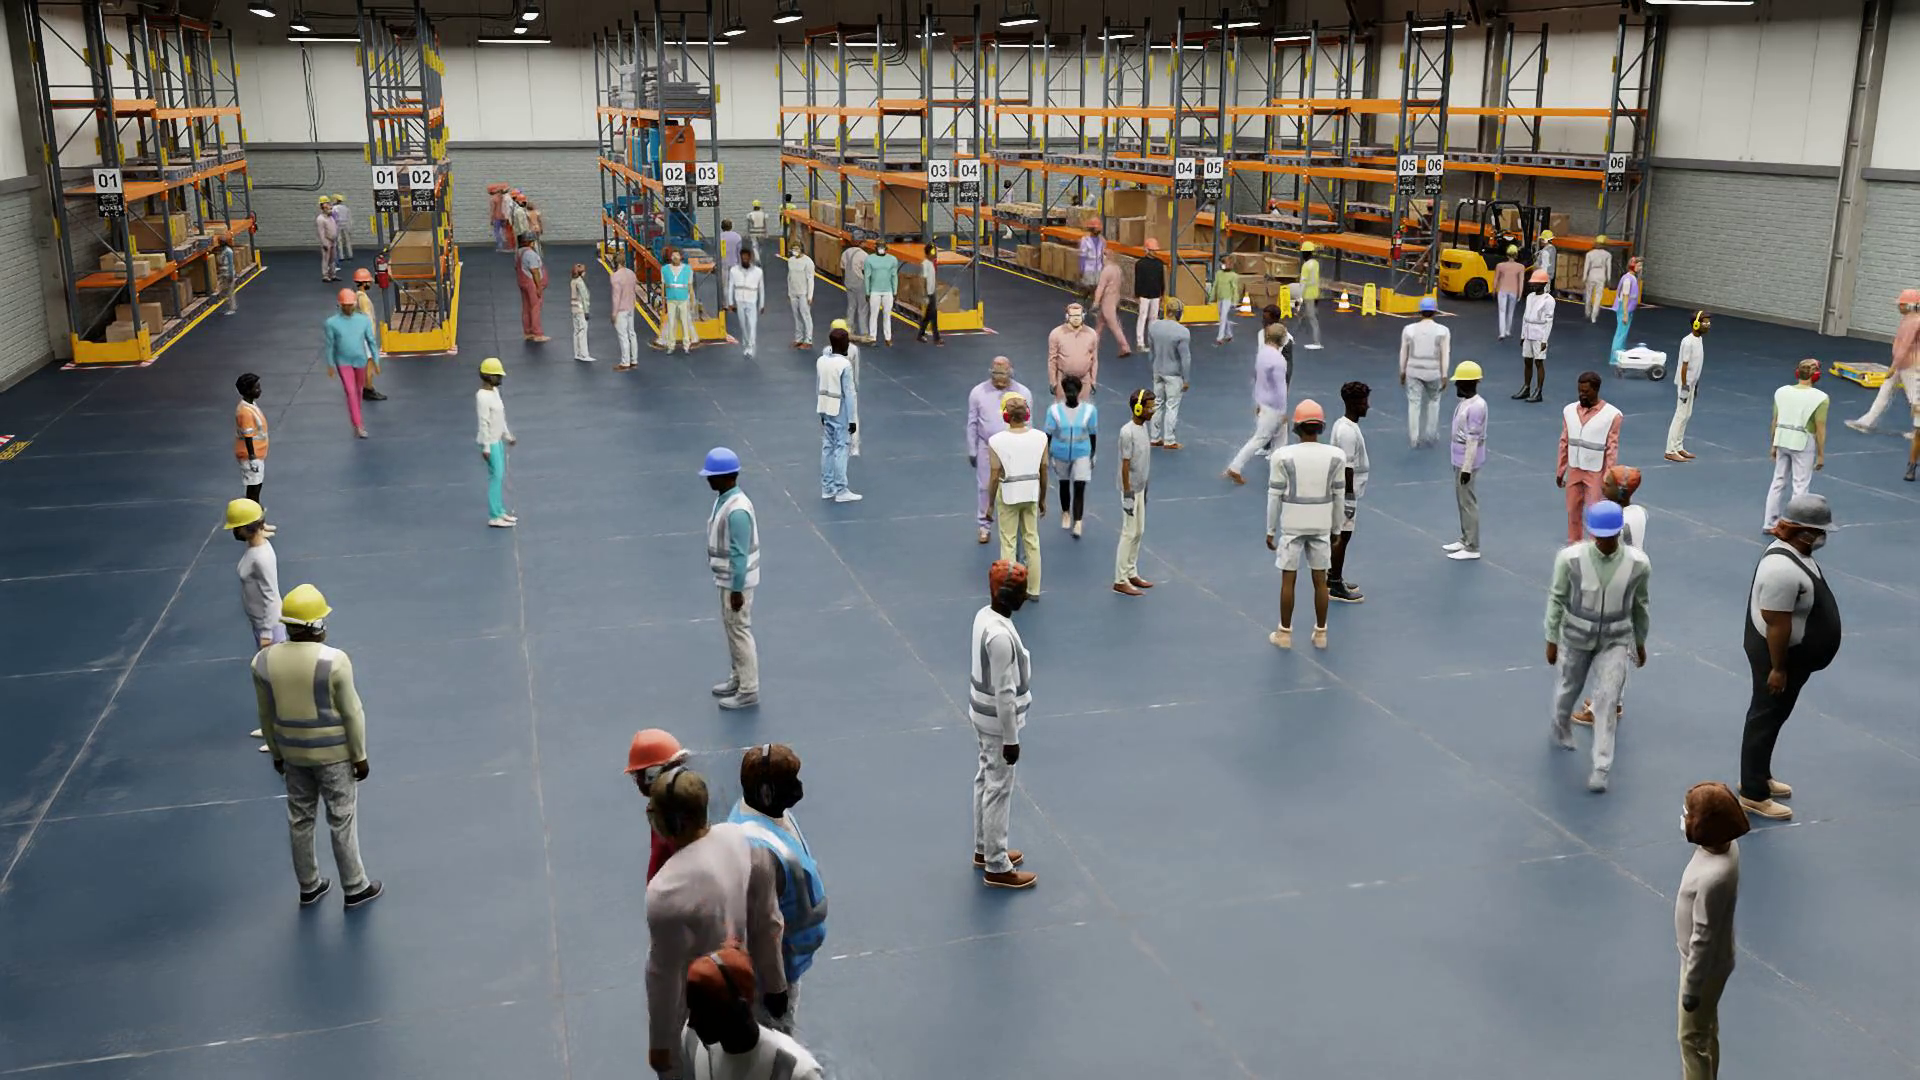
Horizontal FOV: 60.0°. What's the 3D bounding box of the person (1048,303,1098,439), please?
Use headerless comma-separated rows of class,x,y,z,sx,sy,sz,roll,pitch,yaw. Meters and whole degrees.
person,1.410,-1.980,20.644,0.643,1.909,0.410,-3,15,-12

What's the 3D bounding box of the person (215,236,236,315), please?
person,-15.101,-5.444,34.260,0.570,1.609,0.344,11,19,36

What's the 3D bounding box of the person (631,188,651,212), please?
person,-9.456,-9.528,49.270,0.651,1.795,0.646,5,16,17

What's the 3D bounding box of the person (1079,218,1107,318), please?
person,2.684,-5.485,33.608,0.628,2.024,0.491,-8,17,-27

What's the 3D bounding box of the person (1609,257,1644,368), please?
person,11.002,-3.760,27.489,0.407,1.836,0.564,9,17,31

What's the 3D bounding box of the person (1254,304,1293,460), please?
person,3.862,-1.952,20.519,0.383,1.916,0.591,-8,17,-27

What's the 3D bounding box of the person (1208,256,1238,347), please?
person,4.780,-4.328,30.054,0.728,1.603,0.500,-11,19,-37

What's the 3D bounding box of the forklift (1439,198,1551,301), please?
forklift,11.913,-6.508,37.130,2.313,2.155,1.214,-4,15,-15

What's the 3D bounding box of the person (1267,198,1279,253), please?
person,8.406,-8.314,44.773,0.342,1.749,0.569,1,15,3

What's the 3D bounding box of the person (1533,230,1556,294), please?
person,11.580,-5.225,32.998,0.404,1.833,0.588,9,17,29

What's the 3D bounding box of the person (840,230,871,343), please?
person,-1.824,-4.645,30.415,0.684,2.000,0.538,13,20,41

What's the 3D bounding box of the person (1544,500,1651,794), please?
person,4.171,0.613,10.929,0.659,1.896,0.977,4,15,14

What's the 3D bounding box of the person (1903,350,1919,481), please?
person,11.298,-1.612,19.216,0.548,1.934,0.385,8,17,27

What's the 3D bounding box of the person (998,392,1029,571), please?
person,0.503,-0.498,15.353,0.321,1.761,0.522,-6,16,-21

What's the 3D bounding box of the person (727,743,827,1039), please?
person,-0.760,1.711,6.883,0.429,1.844,0.624,-2,15,-6

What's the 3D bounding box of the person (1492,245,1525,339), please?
person,10.160,-4.593,30.828,0.528,1.725,0.896,4,15,13

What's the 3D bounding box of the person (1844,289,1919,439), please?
person,12.309,-2.298,21.778,1.015,1.941,0.625,6,16,21

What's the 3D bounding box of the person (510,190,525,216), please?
person,-12.129,-8.658,45.739,0.388,1.928,0.549,-7,16,-25

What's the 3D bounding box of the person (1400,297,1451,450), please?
person,5.933,-2.142,21.222,0.629,1.910,0.862,6,16,22

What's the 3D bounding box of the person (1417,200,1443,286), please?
person,11.154,-7.051,39.510,0.691,2.018,0.509,14,20,43

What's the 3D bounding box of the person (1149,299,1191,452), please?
person,2.639,-2.072,20.959,0.382,1.928,0.638,-14,20,-42

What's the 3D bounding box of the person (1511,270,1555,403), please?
person,8.422,-2.989,24.382,0.358,1.938,0.545,-6,16,-23

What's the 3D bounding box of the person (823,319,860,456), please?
person,-1.475,-1.911,20.790,0.504,1.700,0.910,-7,16,-24

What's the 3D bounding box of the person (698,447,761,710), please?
person,-1.669,0.271,12.126,0.422,1.937,0.612,-4,16,-16

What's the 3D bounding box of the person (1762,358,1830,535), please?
person,8.413,-0.908,16.756,0.384,1.835,0.562,-8,17,-28

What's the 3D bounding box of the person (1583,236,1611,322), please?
person,12.785,-5.244,33.352,0.502,1.686,0.893,9,17,30

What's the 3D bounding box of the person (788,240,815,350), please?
person,-2.829,-4.357,29.552,0.625,1.933,0.374,14,20,42

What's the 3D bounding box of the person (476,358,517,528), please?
person,-4.847,-1.023,17.331,0.350,1.762,0.538,-1,15,-5

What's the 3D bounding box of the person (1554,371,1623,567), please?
person,5.878,-0.639,15.611,0.413,1.906,0.599,-11,18,-35

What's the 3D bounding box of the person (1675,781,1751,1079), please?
person,3.115,1.786,7.016,0.285,1.629,0.499,8,17,27

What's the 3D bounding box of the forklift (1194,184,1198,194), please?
forklift,7.392,-11.333,53.972,1.873,2.768,1.129,-4,15,-15

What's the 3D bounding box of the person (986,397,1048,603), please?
person,0.509,-0.330,14.556,0.569,1.840,0.374,-6,16,-22

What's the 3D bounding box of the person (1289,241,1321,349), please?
person,6.075,-4.356,29.612,0.925,1.884,0.612,8,17,28

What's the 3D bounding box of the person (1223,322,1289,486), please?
person,3.510,-1.549,19.051,0.991,1.902,0.645,-1,15,-6

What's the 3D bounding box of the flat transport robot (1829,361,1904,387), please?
flat transport robot,14.319,-2.615,26.168,0.652,0.197,1.431,1,15,5

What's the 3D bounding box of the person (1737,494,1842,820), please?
person,5.151,0.696,10.318,0.535,2.000,0.687,8,17,27

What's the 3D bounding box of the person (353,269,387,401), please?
person,-8.733,-3.023,24.513,0.362,1.934,0.551,-10,18,-34

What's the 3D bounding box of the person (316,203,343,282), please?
person,-15.303,-7.208,40.346,0.396,1.898,0.655,3,15,9

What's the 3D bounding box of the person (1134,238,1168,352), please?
person,3.353,-4.303,29.238,0.655,1.988,0.405,-9,17,-31
